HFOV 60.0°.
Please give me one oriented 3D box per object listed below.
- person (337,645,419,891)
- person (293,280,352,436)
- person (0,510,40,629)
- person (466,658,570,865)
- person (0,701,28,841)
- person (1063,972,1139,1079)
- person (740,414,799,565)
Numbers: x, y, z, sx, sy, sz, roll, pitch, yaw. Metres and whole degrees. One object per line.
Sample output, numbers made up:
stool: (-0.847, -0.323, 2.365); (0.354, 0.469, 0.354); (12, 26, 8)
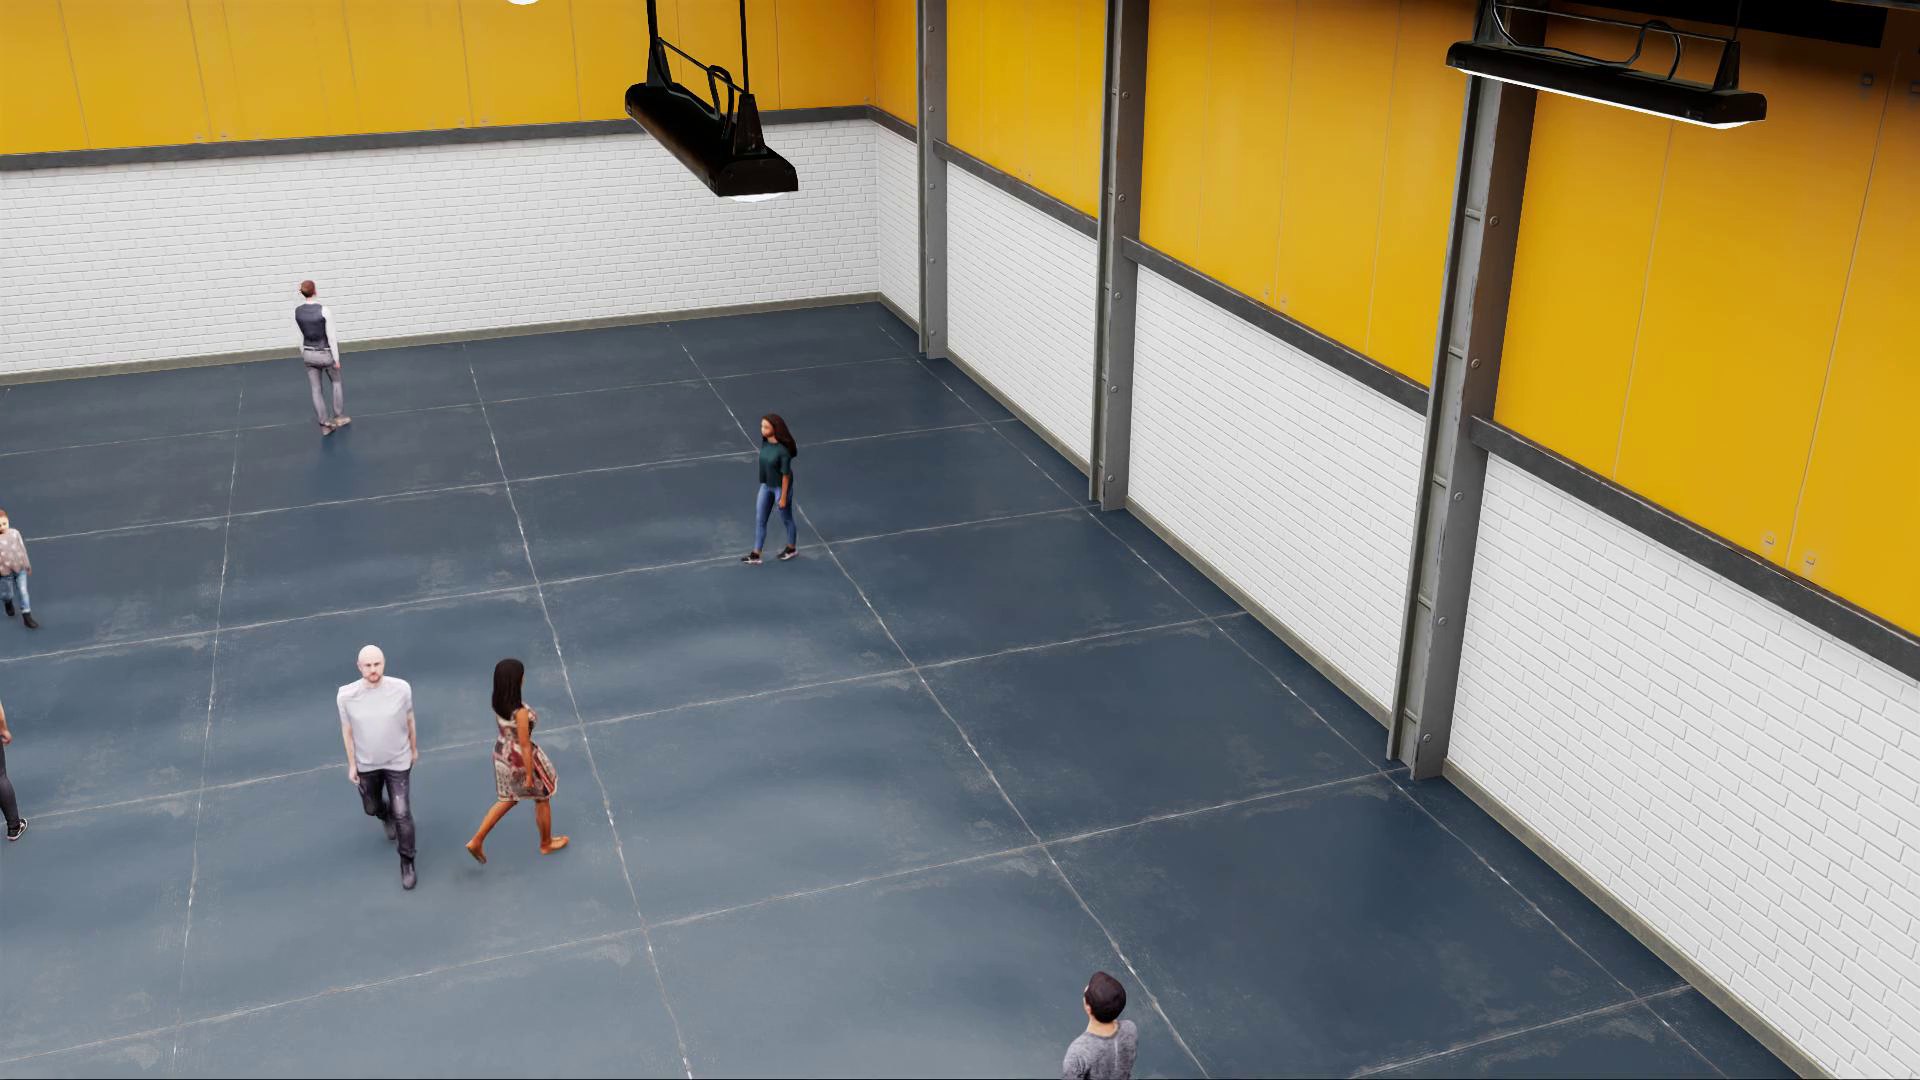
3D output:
person: (-4.160, 1.554, 11.984); (0.718, 1.809, 1.124); (-6, 24, -13)
person: (-7.930, -2.227, 20.493); (0.839, 1.922, 0.900); (1, 24, 3)
person: (-8.991, 0.254, 15.739); (0.798, 1.183, 0.663); (22, 32, 40)
person: (-3.279, 1.639, 12.025); (1.037, 1.621, 0.976); (22, 32, 40)
person: (-7.307, 1.418, 12.263); (0.667, 1.835, 0.561); (-12, 26, -25)
person: (0.761, 3.072, 8.474); (0.836, 1.839, 1.128); (-15, 28, -30)
person: (-1.809, -0.539, 17.036); (0.944, 1.598, 0.904); (20, 31, 38)
